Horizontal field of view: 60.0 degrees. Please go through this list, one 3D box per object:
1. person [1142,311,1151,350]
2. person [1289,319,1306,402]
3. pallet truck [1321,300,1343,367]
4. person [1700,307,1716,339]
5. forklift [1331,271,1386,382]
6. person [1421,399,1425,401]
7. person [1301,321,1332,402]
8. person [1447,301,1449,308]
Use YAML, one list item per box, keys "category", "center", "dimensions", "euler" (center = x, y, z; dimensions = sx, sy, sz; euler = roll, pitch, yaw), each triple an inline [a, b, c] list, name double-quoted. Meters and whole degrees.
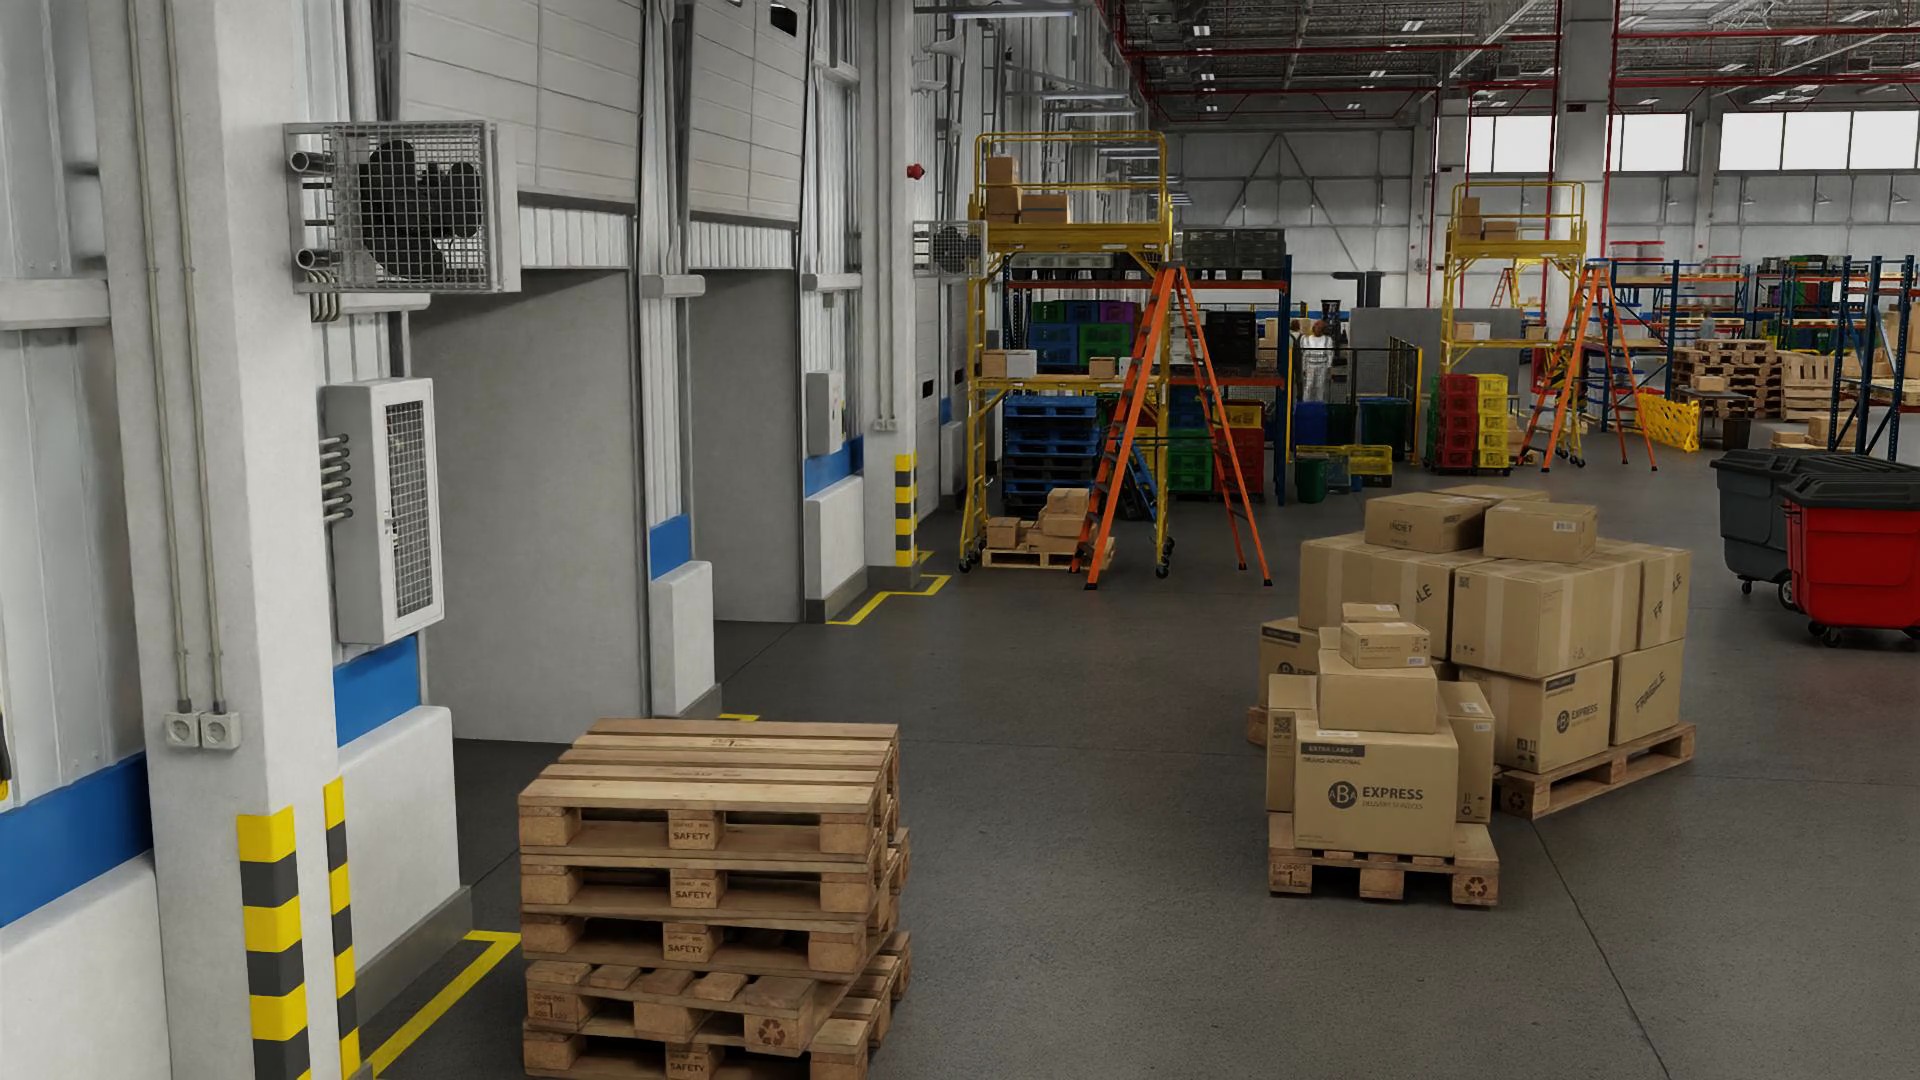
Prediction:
- category: "person"
  center: [5.479, -6.032, 49.788]
  dimensions: [0.514, 1.640, 0.309]
  euler: [2, 9, 11]
- category: "person"
  center: [6.891, -3.624, 34.302]
  dimensions: [0.514, 1.844, 0.328]
  euler: [-1, 9, -7]
- category: "pallet truck"
  center: [11.159, -6.200, 49.718]
  dimensions: [0.823, 1.965, 1.885]
  euler: [4, 10, 26]
- category: "person"
  center: [18.709, -4.873, 41.720]
  dimensions: [0.372, 1.940, 0.632]
  euler: [8, 12, 39]
- category: "forklift"
  center: [10.436, -5.400, 42.069]
  dimensions: [1.873, 2.768, 1.129]
  euler: [1, 9, 9]
- category: "person"
  center: [10.268, -3.886, 36.335]
  dimensions: [0.842, 1.707, 0.498]
  euler: [-4, 10, -24]
- category: "person"
  center: [7.037, -3.398, 32.851]
  dimensions: [0.590, 1.861, 0.616]
  euler: [1, 9, 8]
- category: "person"
  center: [14.879, -6.344, 50.874]
  dimensions: [0.632, 1.921, 0.702]
  euler: [-2, 9, -14]
